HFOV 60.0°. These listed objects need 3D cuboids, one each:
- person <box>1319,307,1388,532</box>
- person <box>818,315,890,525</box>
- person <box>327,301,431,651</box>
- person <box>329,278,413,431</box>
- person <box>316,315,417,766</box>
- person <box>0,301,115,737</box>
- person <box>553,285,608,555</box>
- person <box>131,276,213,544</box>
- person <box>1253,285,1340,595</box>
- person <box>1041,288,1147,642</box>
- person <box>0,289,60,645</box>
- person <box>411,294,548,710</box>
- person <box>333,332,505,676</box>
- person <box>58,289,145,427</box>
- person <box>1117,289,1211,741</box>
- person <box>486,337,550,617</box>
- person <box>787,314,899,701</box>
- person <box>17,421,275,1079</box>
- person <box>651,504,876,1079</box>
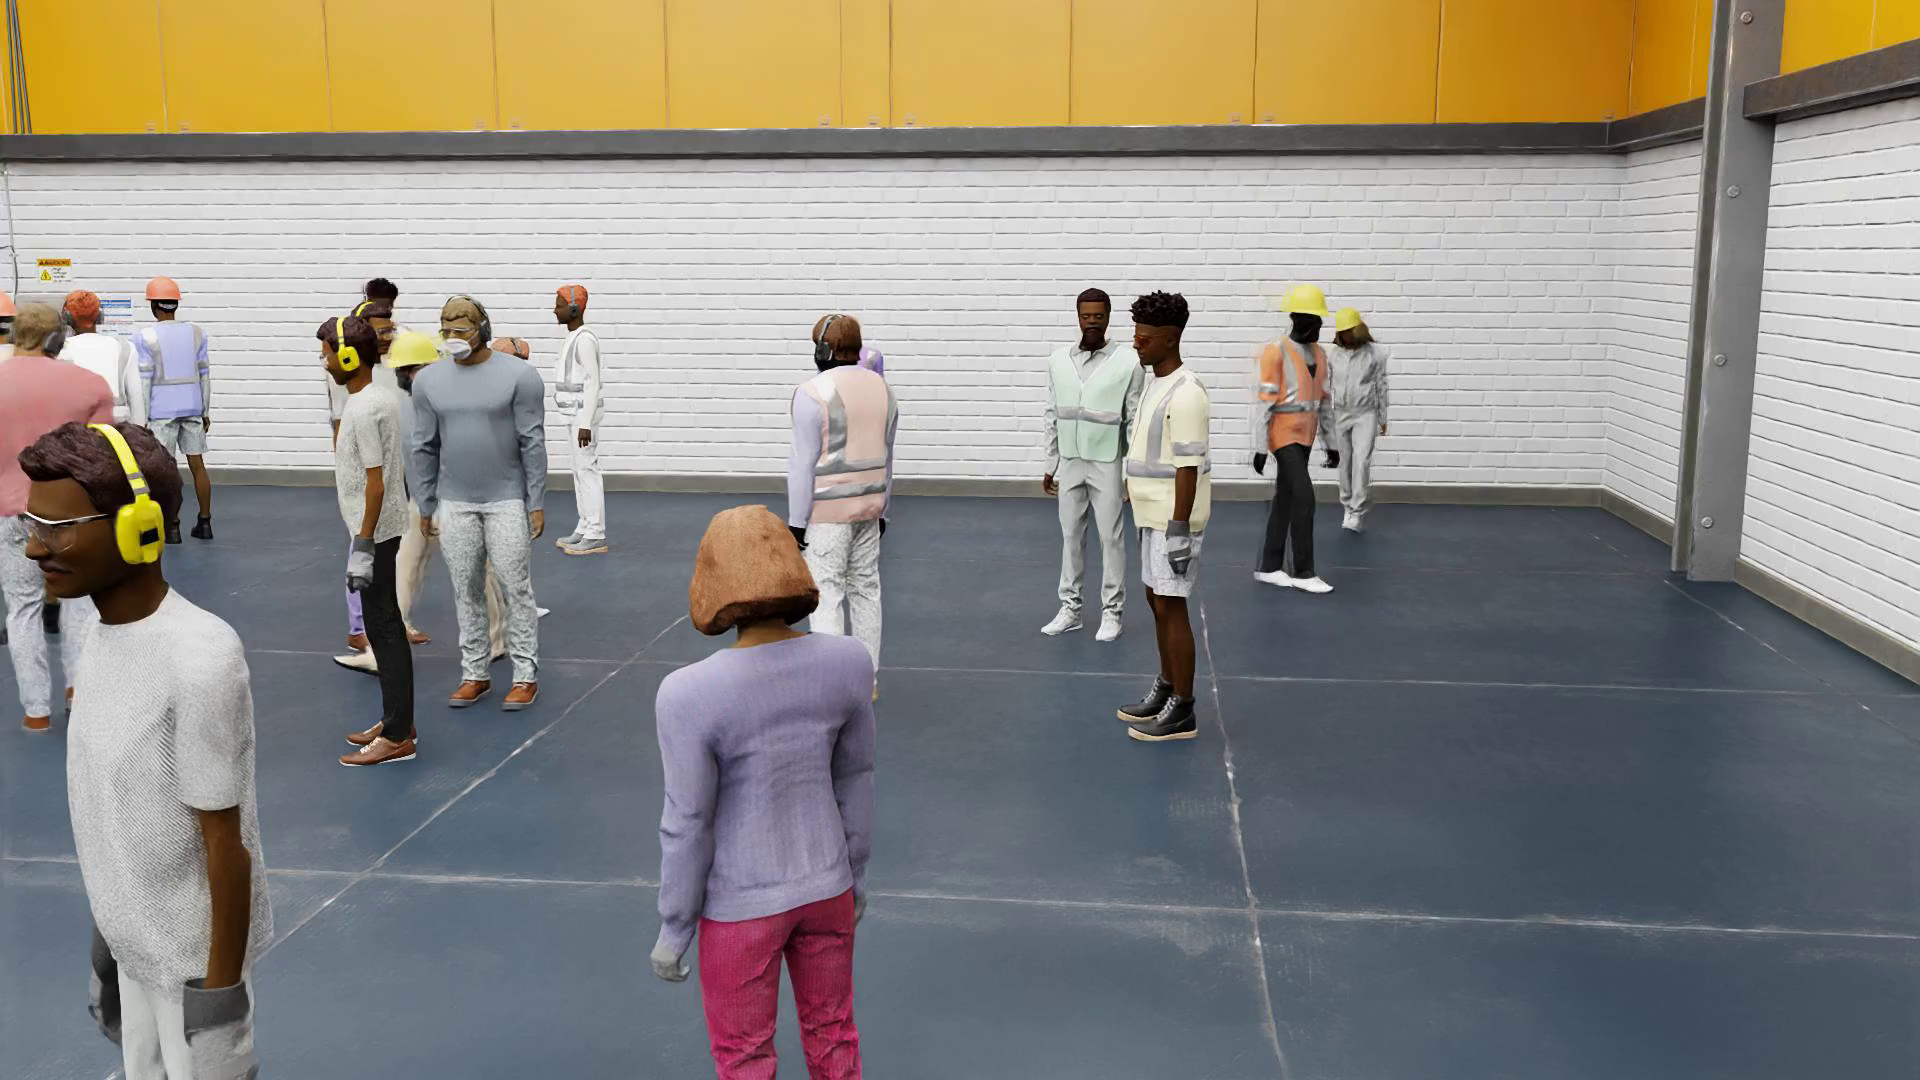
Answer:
[{"bbox_3d":[2.966,-0.903,12.565,0.506,1.693,0.883,4,11,21],"label":"person"},{"bbox_3d":[-0.814,-0.902,12.743,0.599,1.628,0.428,0,10,-1],"label":"person"},{"bbox_3d":[-3.089,-0.330,8.823,0.327,1.862,0.511,6,11,29],"label":"person"},{"bbox_3d":[-4.364,-0.992,12.443,0.635,1.906,0.941,-7,12,-36],"label":"person"},{"bbox_3d":[-2.456,0.004,6.900,0.328,1.865,0.521,-2,10,-12],"label":"person"},{"bbox_3d":[-4.086,-0.094,7.370,0.695,1.899,0.554,-6,12,-31],"label":"person"},{"bbox_3d":[-2.673,-0.842,11.681,0.341,1.882,0.587,-4,11,-22],"label":"person"},{"bbox_3d":[-5.718,-0.939,12.084,0.354,1.939,0.544,8,13,37],"label":"person"},{"bbox_3d":[2.163,-0.609,10.275,0.750,1.901,0.623,9,13,42],"label":"person"},{"bbox_3d":[0.725,-0.414,9.123,0.594,1.921,0.387,6,12,31],"label":"person"},{"bbox_3d":[-5.156,-0.401,9.004,0.373,1.935,0.551,1,10,6],"label":"person"},{"bbox_3d":[-2.223,-0.169,7.721,0.638,1.927,0.391,1,10,6],"label":"person"},{"bbox_3d":[-2.664,-0.162,8.255,0.539,1.713,0.919,7,12,37],"label":"person"},{"bbox_3d":[-5.384,-0.615,10.380,0.337,1.883,0.584,9,14,43],"label":"person"},{"bbox_3d":[0.899,-0.104,7.259,0.374,1.958,0.606,-1,10,-6],"label":"person"},{"bbox_3d":[-2.599,-0.350,9.597,0.508,1.629,0.318,6,11,30],"label":"person"},{"bbox_3d":[-0.561,-0.121,7.713,0.429,1.838,0.629,8,13,39],"label":"person"},{"bbox_3d":[-1.327,0.725,2.788,0.511,1.862,0.324,9,14,43],"label":"person"},{"bbox_3d":[-0.386,0.737,3.358,0.497,1.633,0.278,-8,13,-38],"label":"person"}]
